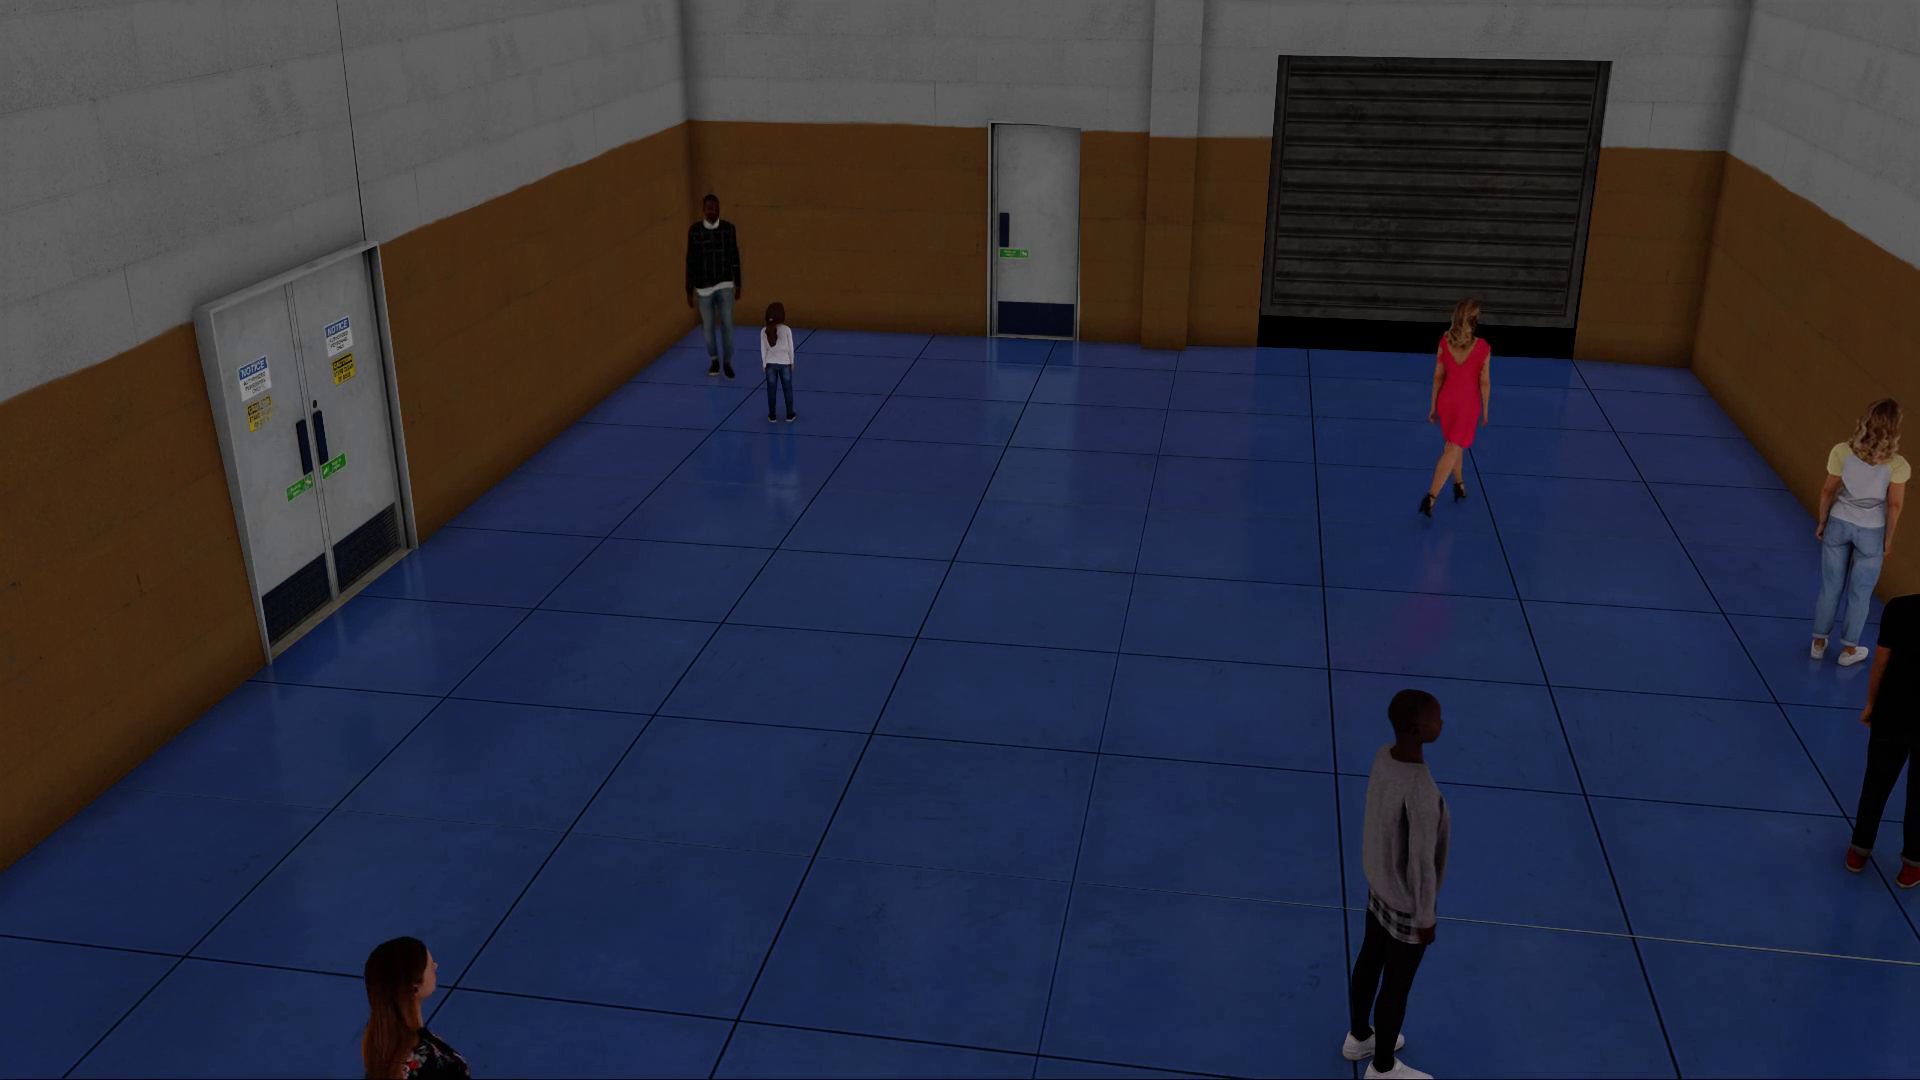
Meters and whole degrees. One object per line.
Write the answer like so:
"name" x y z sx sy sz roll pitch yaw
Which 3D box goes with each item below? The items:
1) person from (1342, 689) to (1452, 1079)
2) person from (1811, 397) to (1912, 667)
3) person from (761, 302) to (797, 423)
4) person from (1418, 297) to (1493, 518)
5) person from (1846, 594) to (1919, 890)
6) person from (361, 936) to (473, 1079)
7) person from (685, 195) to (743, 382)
"person" 1.754 1.400 6.693 0.653 1.771 0.682 -4 22 -9
"person" 5.579 -0.051 10.348 0.661 1.722 0.764 20 29 40
"person" -1.653 -1.627 15.112 0.478 1.110 0.557 -2 22 -6
"person" 3.771 -0.968 12.705 1.068 1.682 1.006 18 28 38
"person" 4.644 0.854 8.069 0.685 1.758 0.783 19 29 39
"person" -1.768 2.035 5.251 0.726 1.667 0.796 19 29 39
"person" -2.428 -2.514 16.400 0.879 1.796 0.904 -3 22 -7
